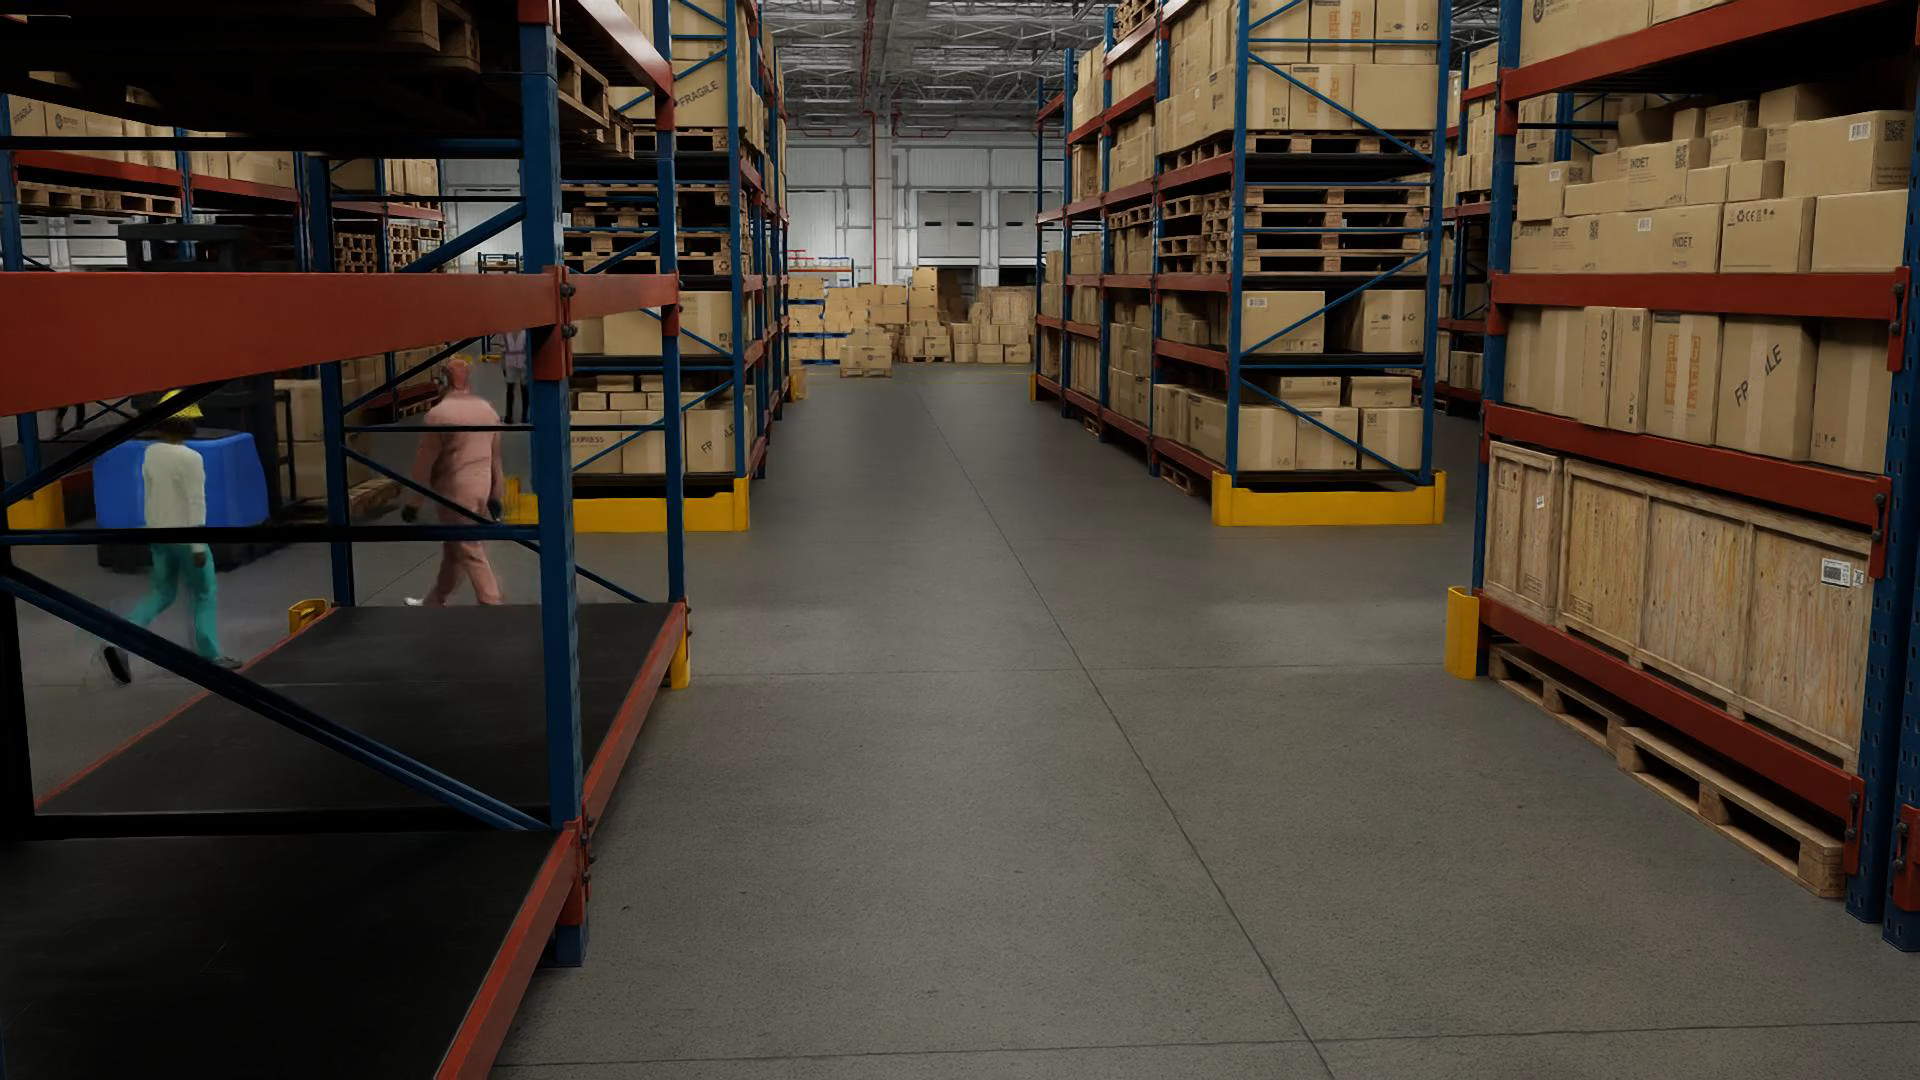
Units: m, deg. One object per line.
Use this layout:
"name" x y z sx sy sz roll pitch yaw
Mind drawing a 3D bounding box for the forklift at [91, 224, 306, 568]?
"forklift" -6.473 -1.261 14.046 1.129 2.768 1.873 -1 9 -4

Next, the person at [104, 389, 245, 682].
"person" -4.667 -0.018 9.803 0.548 1.739 0.755 6 11 32

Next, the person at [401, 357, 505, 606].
"person" -3.425 -0.286 11.156 1.002 1.853 0.652 3 10 20

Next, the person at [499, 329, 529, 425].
"person" -7.128 -2.793 26.769 0.568 1.891 0.957 -1 9 -8

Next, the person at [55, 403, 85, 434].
"person" -13.167 -2.341 24.591 0.540 1.681 0.583 -1 9 -6
